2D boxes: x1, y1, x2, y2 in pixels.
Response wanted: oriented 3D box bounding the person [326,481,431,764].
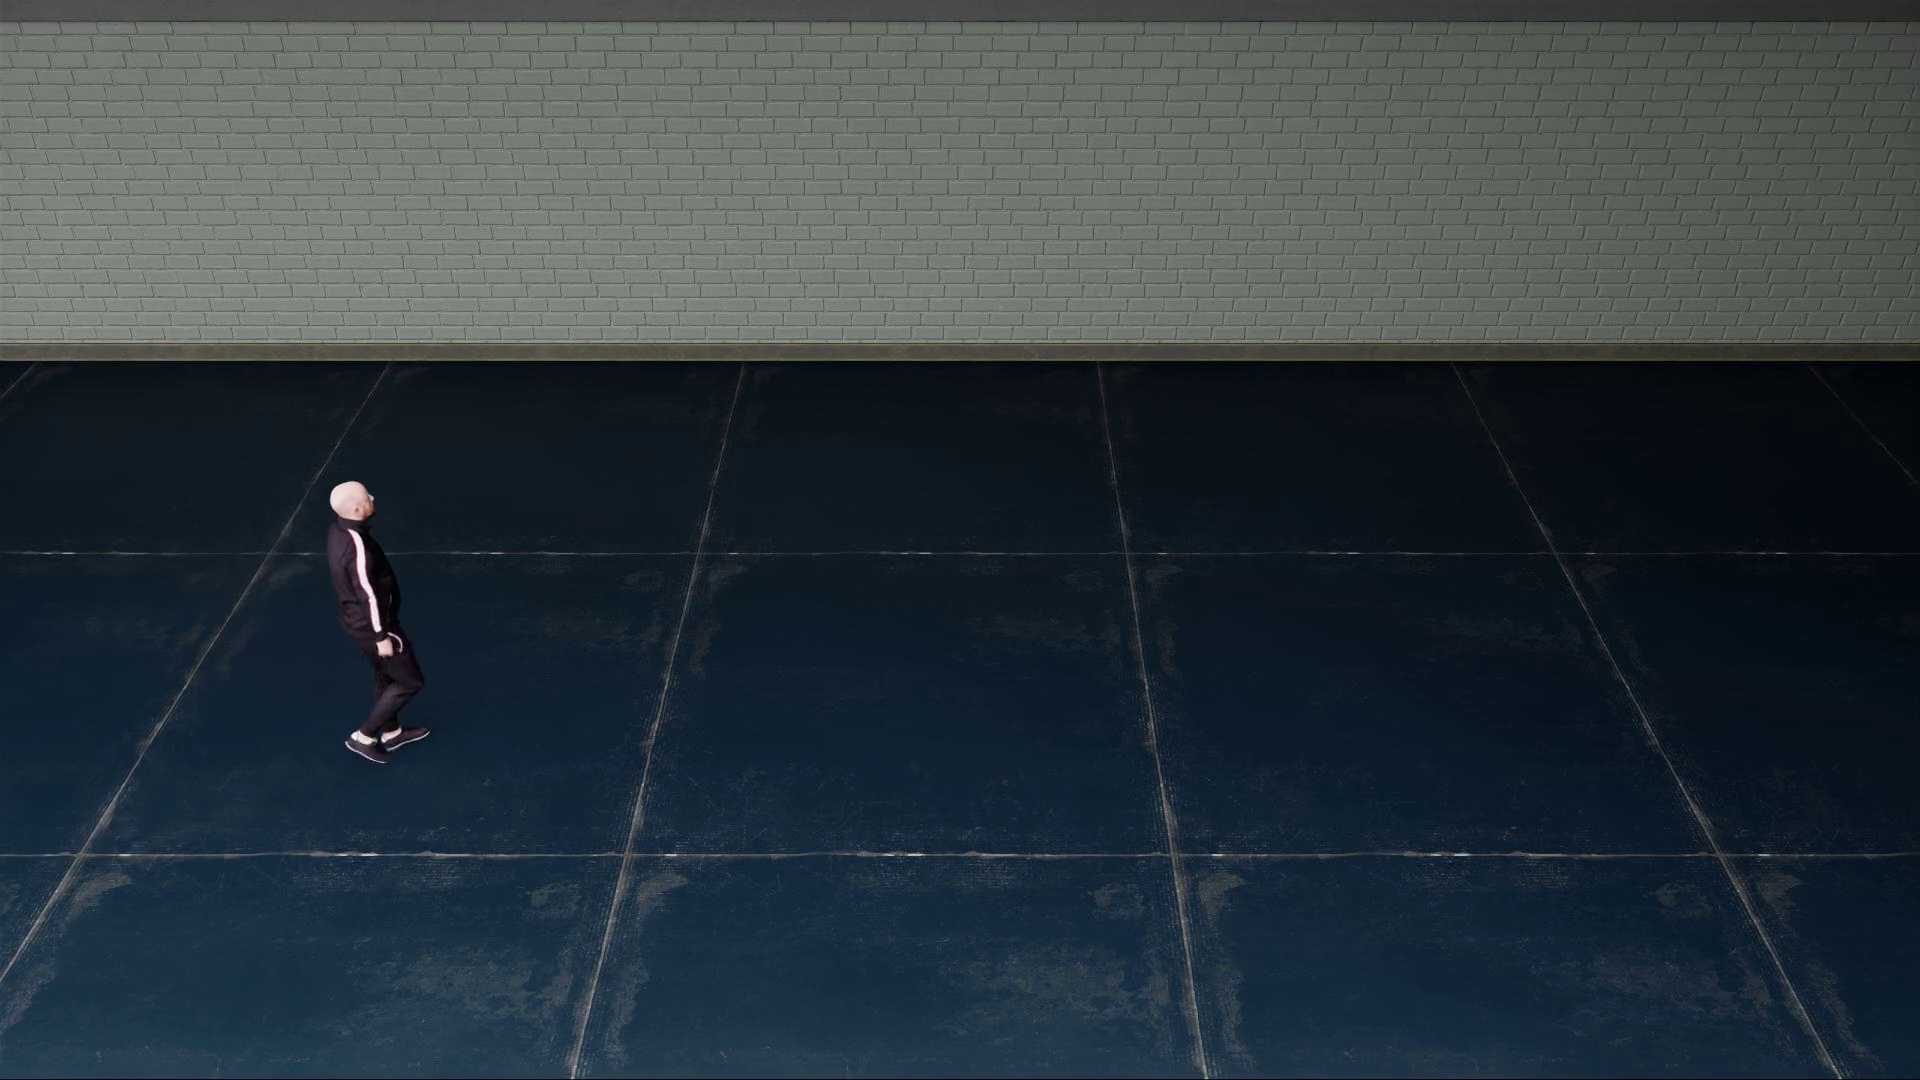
[{"bbox_3d":[-3.382,0.520,9.309,0.923,1.818,0.849,-18,37,-25],"label":"person"}]
